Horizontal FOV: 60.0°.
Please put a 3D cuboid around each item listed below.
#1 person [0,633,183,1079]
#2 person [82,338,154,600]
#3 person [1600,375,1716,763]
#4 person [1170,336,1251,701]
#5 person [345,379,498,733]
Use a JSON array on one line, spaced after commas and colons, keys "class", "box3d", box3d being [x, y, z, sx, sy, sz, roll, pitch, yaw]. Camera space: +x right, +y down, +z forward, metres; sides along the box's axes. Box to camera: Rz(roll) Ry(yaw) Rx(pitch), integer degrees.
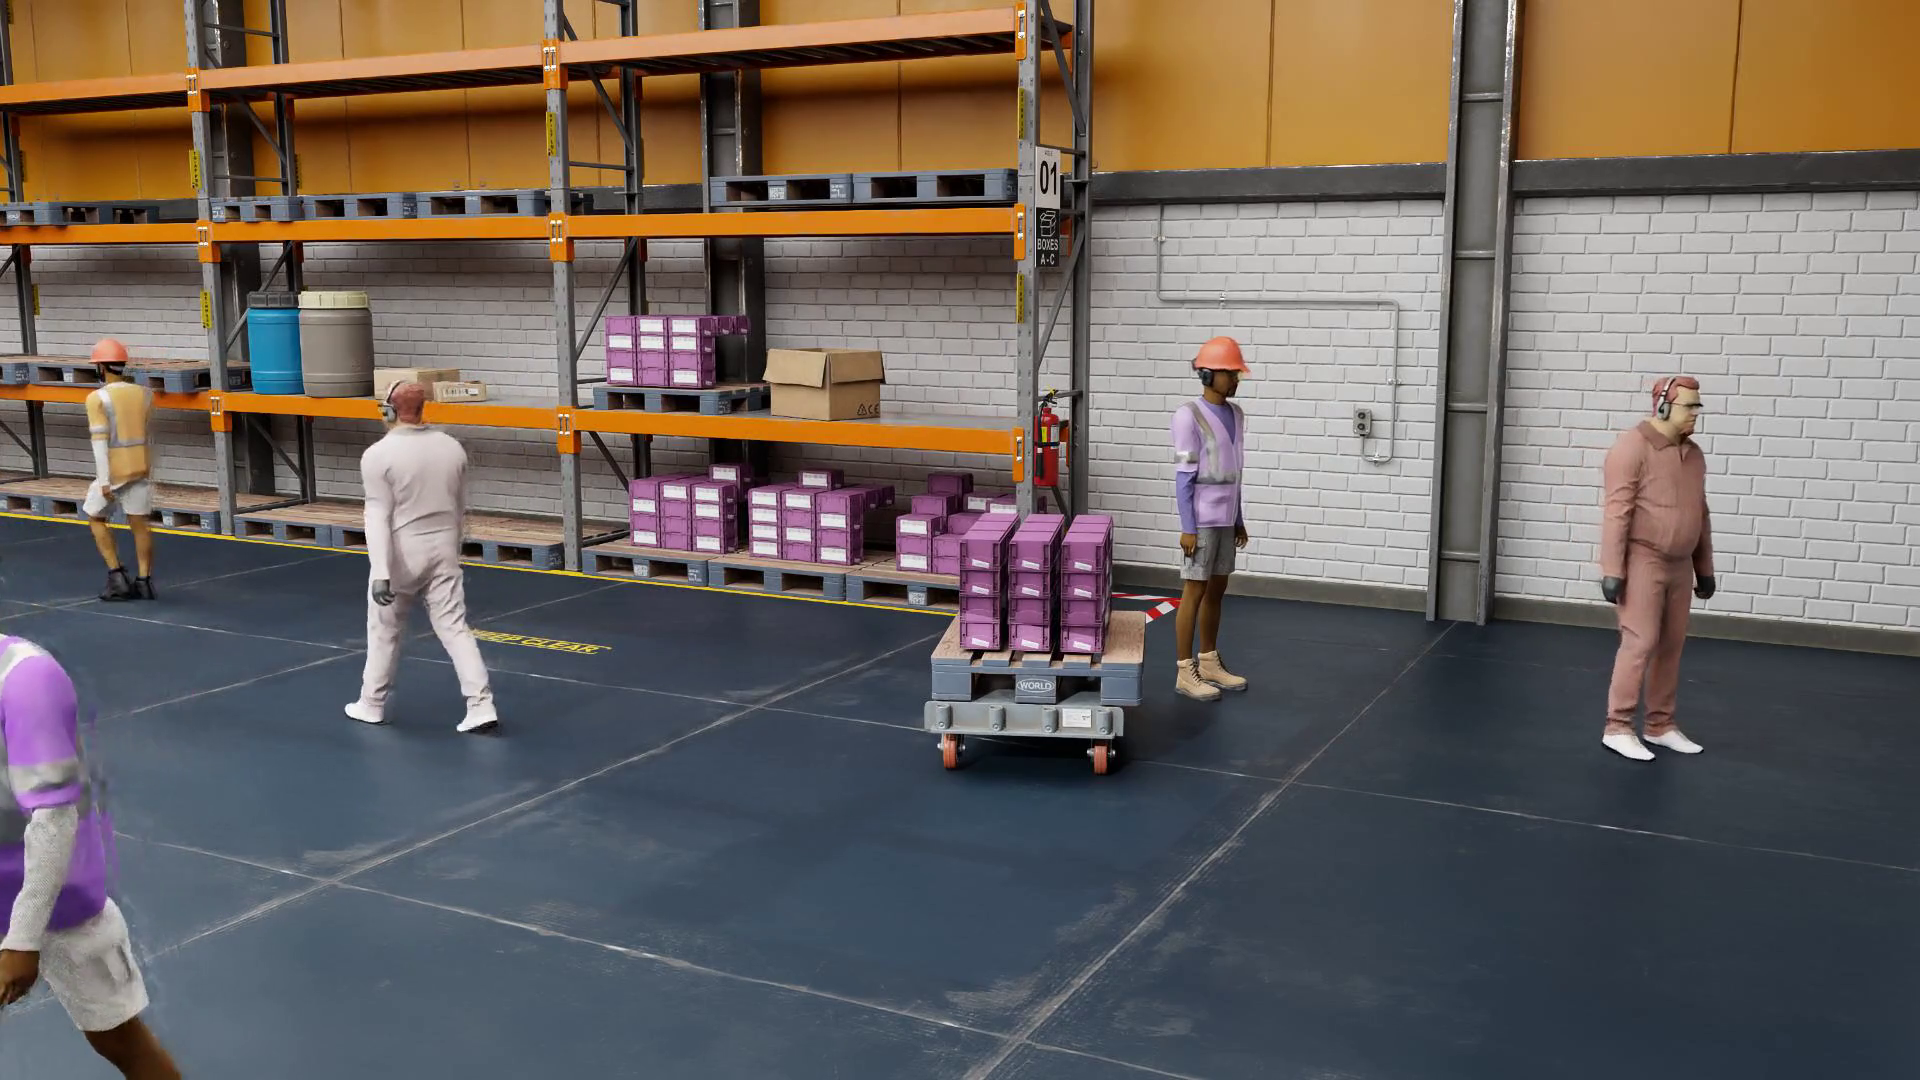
[{"class": "person", "box3d": [-2.228, 0.853, 3.935, 0.608, 1.881, 0.771, 5, 11, 29]}, {"class": "person", "box3d": [-6.131, -0.501, 12.119, 0.513, 1.919, 0.553, 5, 10, 27]}, {"class": "person", "box3d": [3.491, 0.134, 8.275, 0.686, 1.897, 0.441, -5, 11, -30]}, {"class": "person", "box3d": [1.441, -0.127, 9.421, 0.371, 2.046, 0.606, 8, 12, 39]}, {"class": "person", "box3d": [-2.824, 0.092, 8.670, 1.008, 1.860, 0.666, 6, 11, 35]}]
